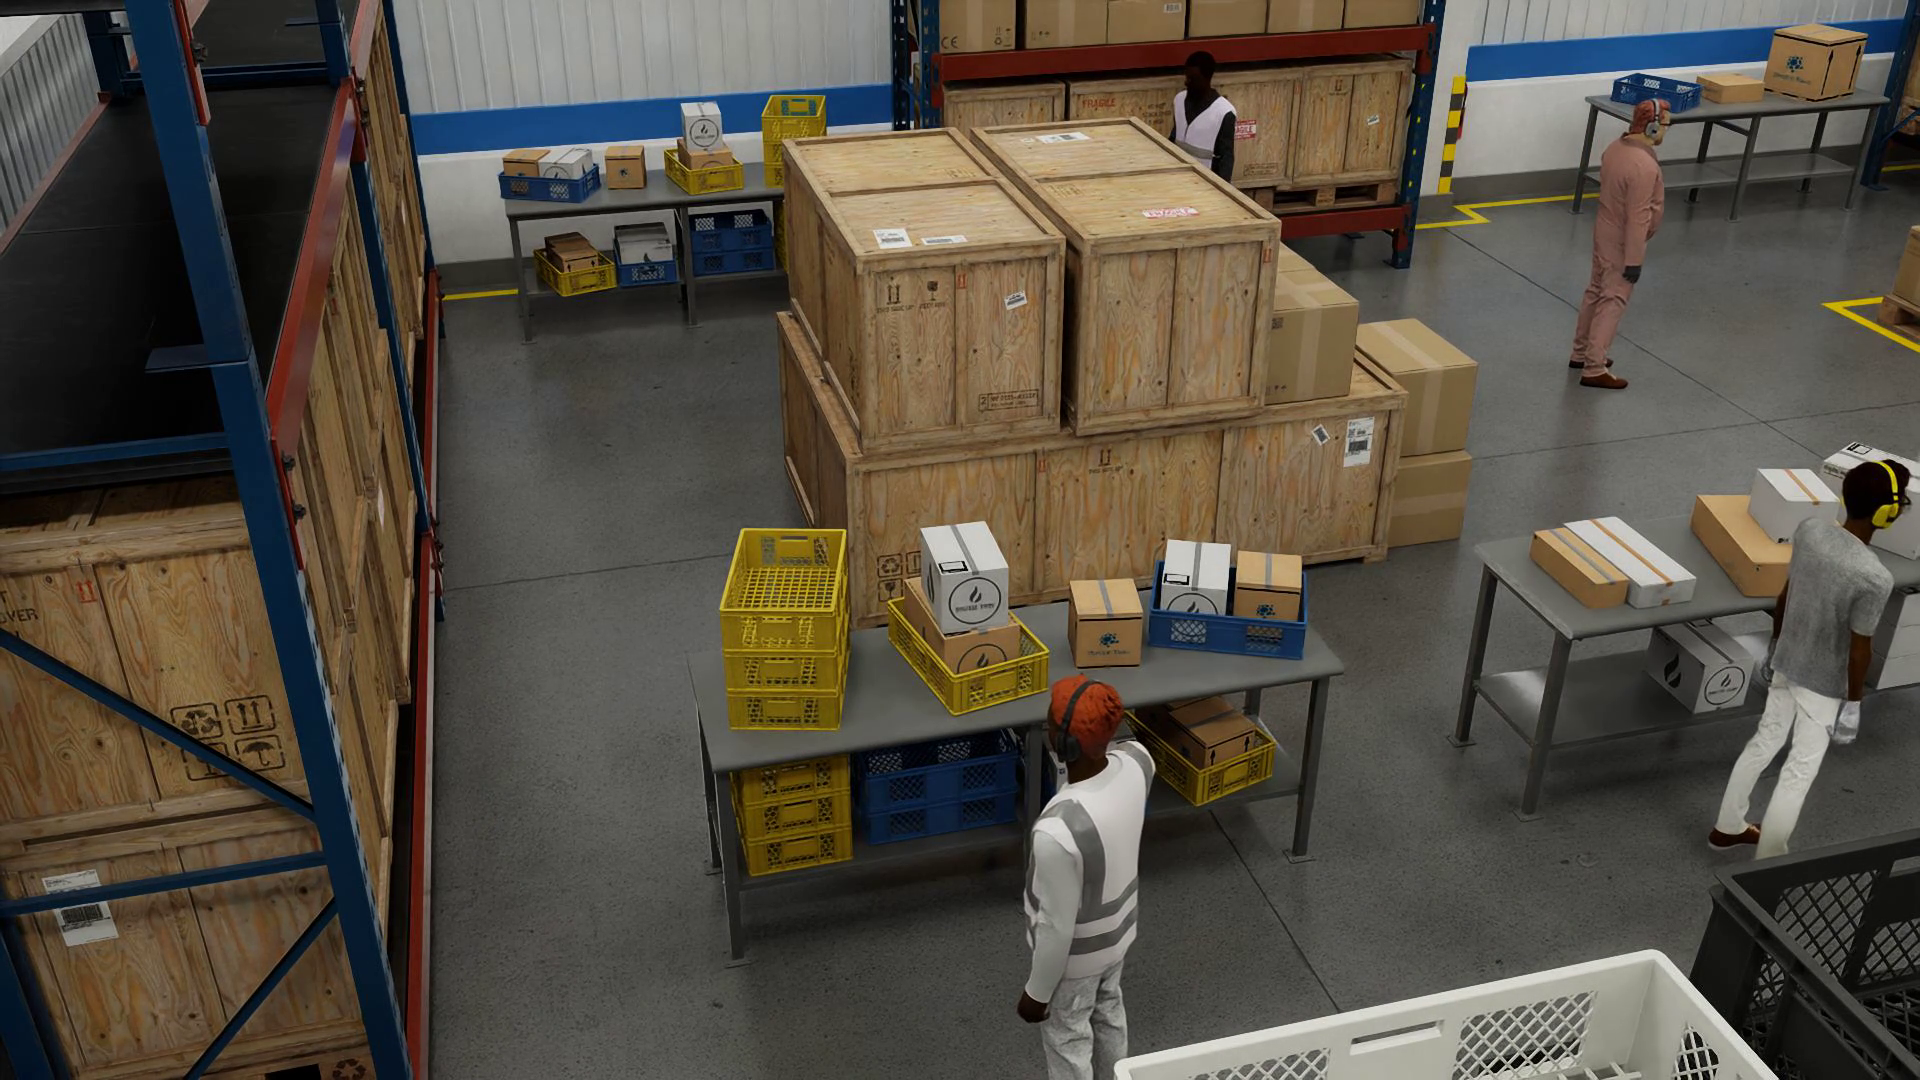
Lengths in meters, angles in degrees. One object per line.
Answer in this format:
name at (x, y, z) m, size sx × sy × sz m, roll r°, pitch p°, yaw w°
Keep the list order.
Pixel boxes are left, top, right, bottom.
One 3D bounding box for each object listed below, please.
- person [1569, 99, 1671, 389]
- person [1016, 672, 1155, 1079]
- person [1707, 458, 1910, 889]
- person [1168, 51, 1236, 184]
person at (4.375, -1.946, 10.949) m, size 0.404 × 1.900 × 0.645 m, roll 1°, pitch 29°, yaw 2°
person at (0.369, 1.235, 5.187) m, size 0.342 × 1.882 × 0.586 m, roll 17°, pitch 33°, yaw 28°
person at (3.326, 0.535, 6.483) m, size 0.316 × 1.861 × 0.516 m, roll -6°, pitch 29°, yaw -10°
person at (1.733, -2.592, 12.101) m, size 0.371 × 1.914 × 0.597 m, roll -20°, pitch 34°, yaw -31°
